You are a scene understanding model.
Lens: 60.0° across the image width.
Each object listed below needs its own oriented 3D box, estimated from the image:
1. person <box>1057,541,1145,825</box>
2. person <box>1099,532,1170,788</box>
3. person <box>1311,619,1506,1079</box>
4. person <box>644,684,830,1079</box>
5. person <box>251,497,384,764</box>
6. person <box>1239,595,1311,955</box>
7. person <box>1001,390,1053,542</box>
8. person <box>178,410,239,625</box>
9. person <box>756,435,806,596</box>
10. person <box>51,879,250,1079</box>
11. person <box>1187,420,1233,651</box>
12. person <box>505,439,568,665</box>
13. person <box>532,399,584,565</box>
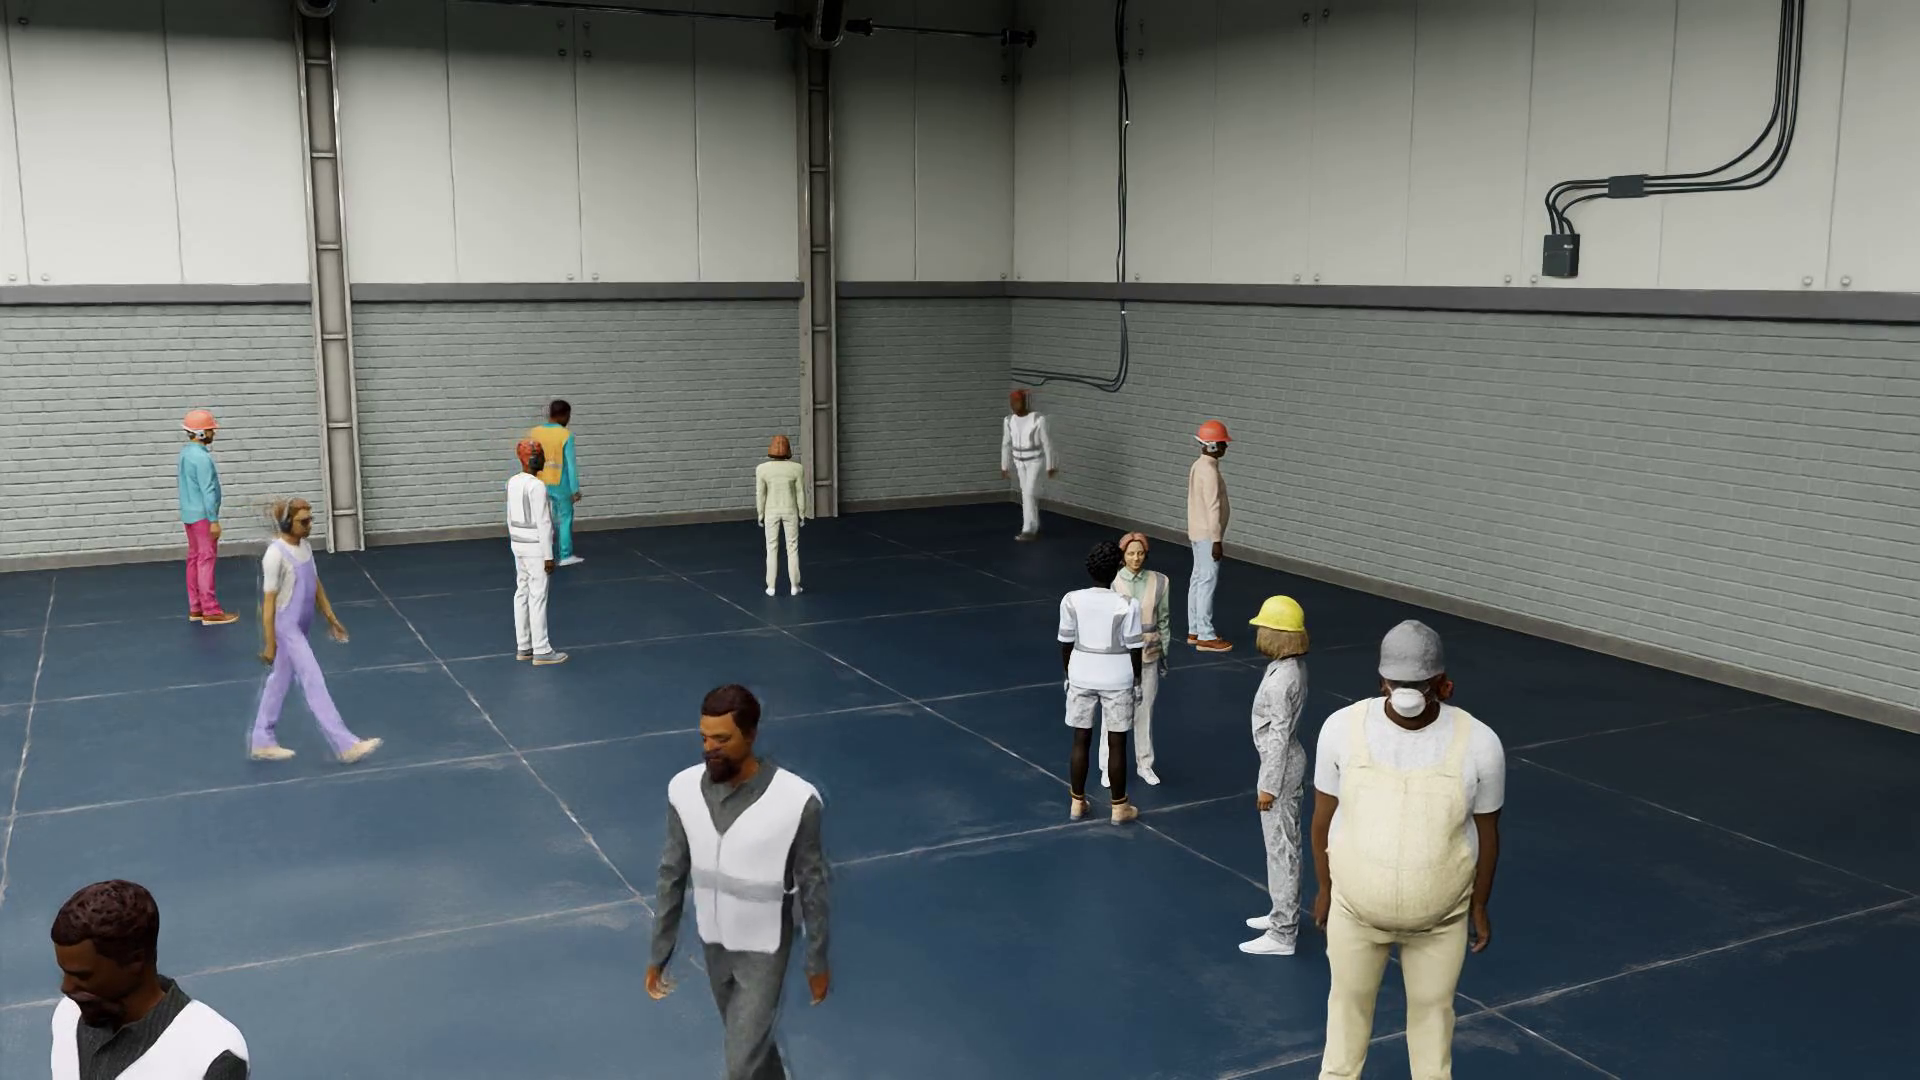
[{"bbox_3d":[0.846,0.846,9.877,0.540,1.696,0.316,4,10,25],"label":"person"},{"bbox_3d":[1.089,0.758,10.592,0.523,1.640,0.306,-2,9,-12],"label":"person"},{"bbox_3d":[1.616,1.289,6.085,0.678,2.000,0.536,3,10,18],"label":"person"},{"bbox_3d":[-0.817,1.432,5.666,0.610,1.880,0.884,5,11,29],"label":"person"},{"bbox_3d":[-4.328,0.606,11.026,0.952,1.792,0.538,0,9,-1],"label":"person"},{"bbox_3d":[1.524,1.123,8.017,0.289,1.746,0.486,3,10,18],"label":"person"},{"bbox_3d":[0.796,-0.899,20.142,0.597,1.844,0.825,7,12,37],"label":"person"},{"bbox_3d":[-7.043,-0.214,15.486,0.387,1.996,0.611,-8,12,-42],"label":"person"},{"bbox_3d":[-1.805,-0.248,16.808,0.500,1.633,0.280,-1,9,-4],"label":"person"},{"bbox_3d":[-1.899,1.702,3.935,0.587,1.913,0.391,4,10,26],"label":"person"},{"bbox_3d":[2.160,-0.041,14.420,0.375,1.995,0.611,-1,9,-6],"label":"person"},{"bbox_3d":[-3.563,0.100,13.902,0.356,1.883,0.572,-8,12,-42],"label":"person"},{"bbox_3d":[-4.467,-0.625,18.371,0.625,1.880,0.659,6,11,31],"label":"person"}]
